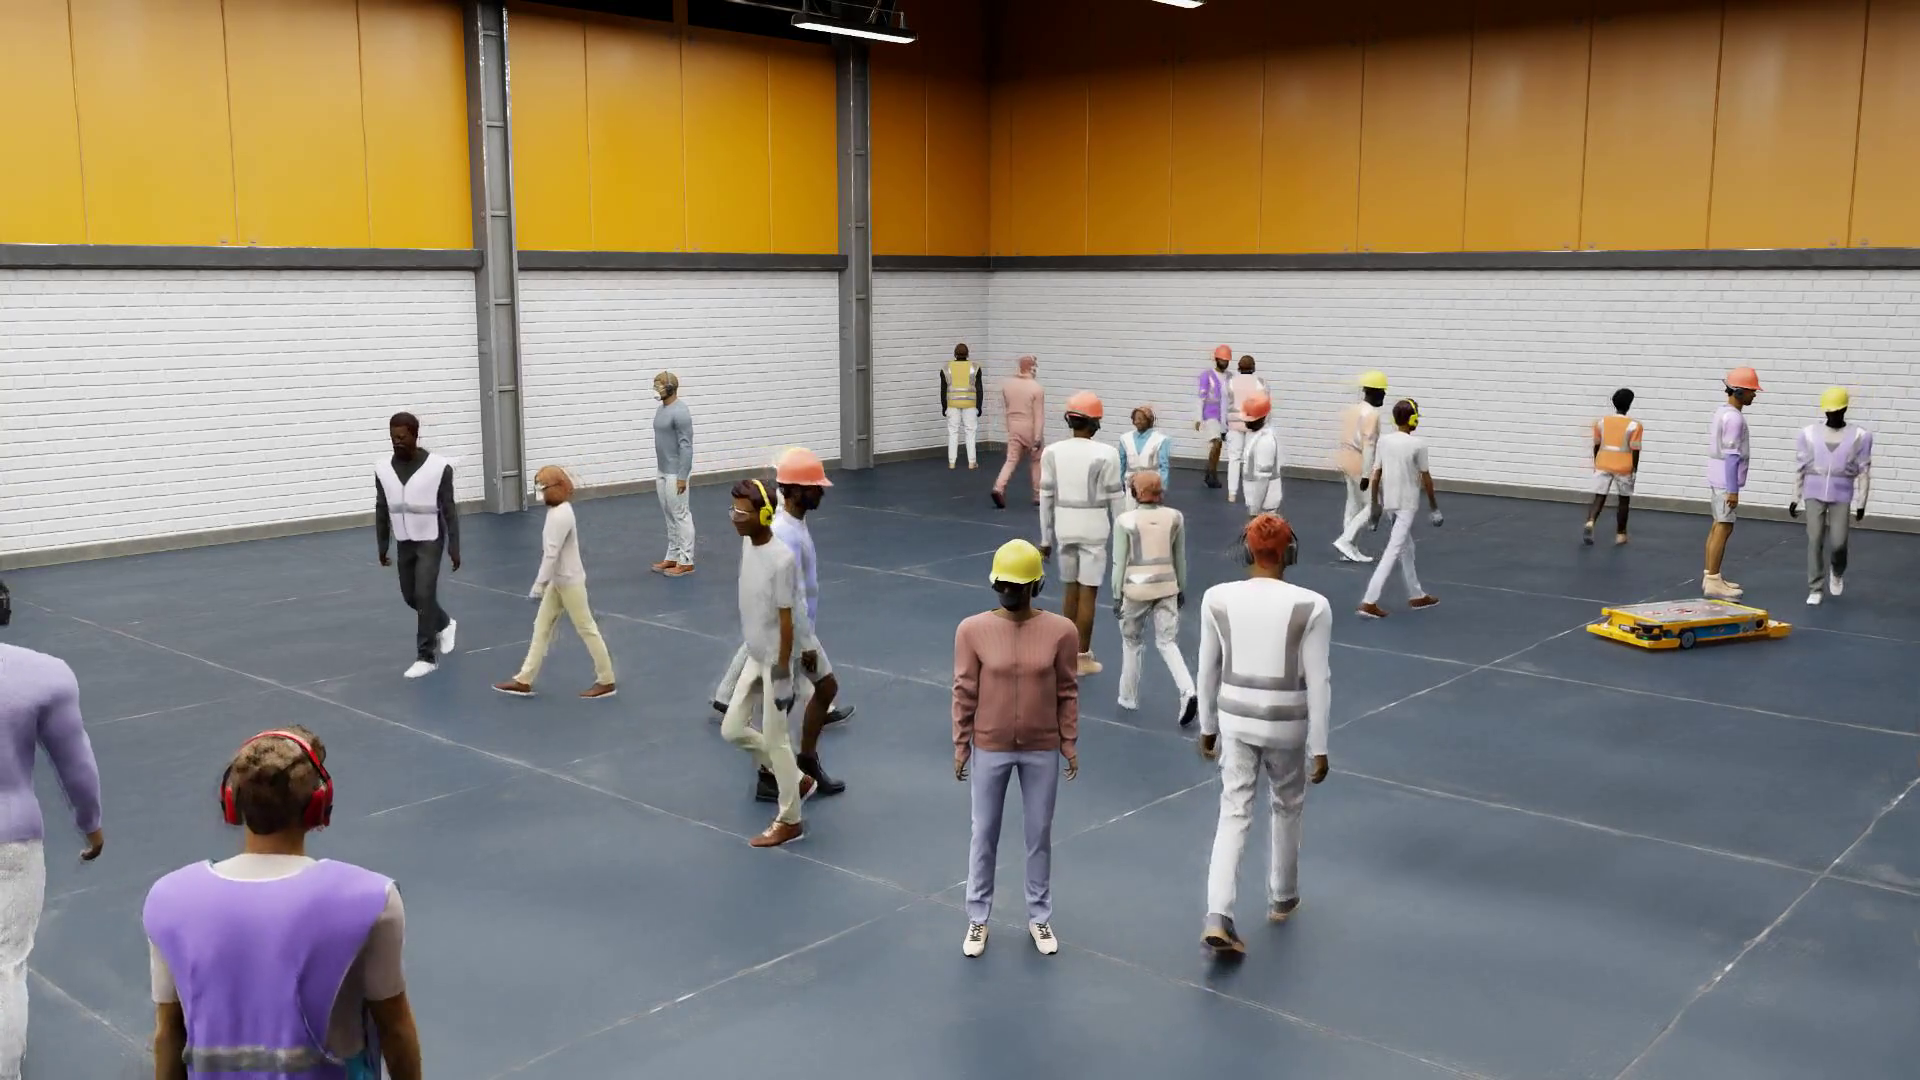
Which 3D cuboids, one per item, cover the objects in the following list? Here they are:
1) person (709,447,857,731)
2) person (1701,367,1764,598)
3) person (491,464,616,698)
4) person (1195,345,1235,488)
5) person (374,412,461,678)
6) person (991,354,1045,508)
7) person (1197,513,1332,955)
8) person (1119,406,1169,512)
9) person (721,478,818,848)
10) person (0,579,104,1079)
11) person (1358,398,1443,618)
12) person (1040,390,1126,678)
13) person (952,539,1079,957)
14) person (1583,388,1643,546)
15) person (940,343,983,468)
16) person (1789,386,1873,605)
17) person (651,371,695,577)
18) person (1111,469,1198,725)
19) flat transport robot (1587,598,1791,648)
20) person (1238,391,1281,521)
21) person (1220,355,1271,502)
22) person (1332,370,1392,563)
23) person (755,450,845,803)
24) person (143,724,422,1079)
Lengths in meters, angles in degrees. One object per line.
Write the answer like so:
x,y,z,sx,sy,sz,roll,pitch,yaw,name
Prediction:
-1.149,0.313,10.337,0.956,1.776,0.630,0,9,1,person
6.819,-0.509,14.683,0.399,2.034,0.609,3,9,17,person
-2.706,0.294,11.012,0.875,1.584,0.511,-3,9,-17,person
3.429,-1.629,22.083,0.582,1.914,0.510,-5,10,-29,person
-3.865,-0.004,11.987,0.632,1.886,0.755,2,9,13,person
0.766,-1.323,20.267,0.638,1.879,0.891,7,11,37,person
1.260,0.805,7.027,0.590,1.850,0.937,4,10,25,person
1.744,-0.480,15.867,0.553,1.591,0.867,4,10,26,person
-0.957,0.608,8.218,0.432,1.850,0.570,-5,10,-30,person
-3.284,1.006,5.636,0.668,1.881,1.010,-2,9,-15,person
3.676,-0.267,13.854,1.002,1.822,0.504,-5,10,-30,person
0.900,-0.045,11.813,0.615,2.045,0.513,6,11,33,person
0.234,0.864,6.899,0.533,1.765,0.322,-1,9,-4,person
6.806,-0.750,17.324,0.542,1.672,0.743,8,12,40,person
0.030,-1.961,24.403,0.632,1.841,0.429,1,9,4,person
7.505,-0.386,14.350,0.590,1.897,0.504,6,11,32,person
-2.715,-0.627,15.713,0.353,1.937,0.635,-5,10,-30,person
1.236,0.354,10.602,0.530,1.610,0.747,-3,9,-18,person
5.692,0.639,12.983,1.431,0.197,0.652,-4,10,-21,flat transport robot
2.522,-0.326,14.013,0.436,1.887,0.738,1,9,6,person
3.575,-1.381,20.821,0.645,1.840,0.429,2,9,14,person
3.963,-0.707,16.313,0.469,1.908,0.602,-1,9,-8,person
-0.825,0.474,8.877,0.646,1.911,0.575,0,9,0,person
-1.506,1.328,3.779,0.576,1.828,0.430,1,9,4,person
